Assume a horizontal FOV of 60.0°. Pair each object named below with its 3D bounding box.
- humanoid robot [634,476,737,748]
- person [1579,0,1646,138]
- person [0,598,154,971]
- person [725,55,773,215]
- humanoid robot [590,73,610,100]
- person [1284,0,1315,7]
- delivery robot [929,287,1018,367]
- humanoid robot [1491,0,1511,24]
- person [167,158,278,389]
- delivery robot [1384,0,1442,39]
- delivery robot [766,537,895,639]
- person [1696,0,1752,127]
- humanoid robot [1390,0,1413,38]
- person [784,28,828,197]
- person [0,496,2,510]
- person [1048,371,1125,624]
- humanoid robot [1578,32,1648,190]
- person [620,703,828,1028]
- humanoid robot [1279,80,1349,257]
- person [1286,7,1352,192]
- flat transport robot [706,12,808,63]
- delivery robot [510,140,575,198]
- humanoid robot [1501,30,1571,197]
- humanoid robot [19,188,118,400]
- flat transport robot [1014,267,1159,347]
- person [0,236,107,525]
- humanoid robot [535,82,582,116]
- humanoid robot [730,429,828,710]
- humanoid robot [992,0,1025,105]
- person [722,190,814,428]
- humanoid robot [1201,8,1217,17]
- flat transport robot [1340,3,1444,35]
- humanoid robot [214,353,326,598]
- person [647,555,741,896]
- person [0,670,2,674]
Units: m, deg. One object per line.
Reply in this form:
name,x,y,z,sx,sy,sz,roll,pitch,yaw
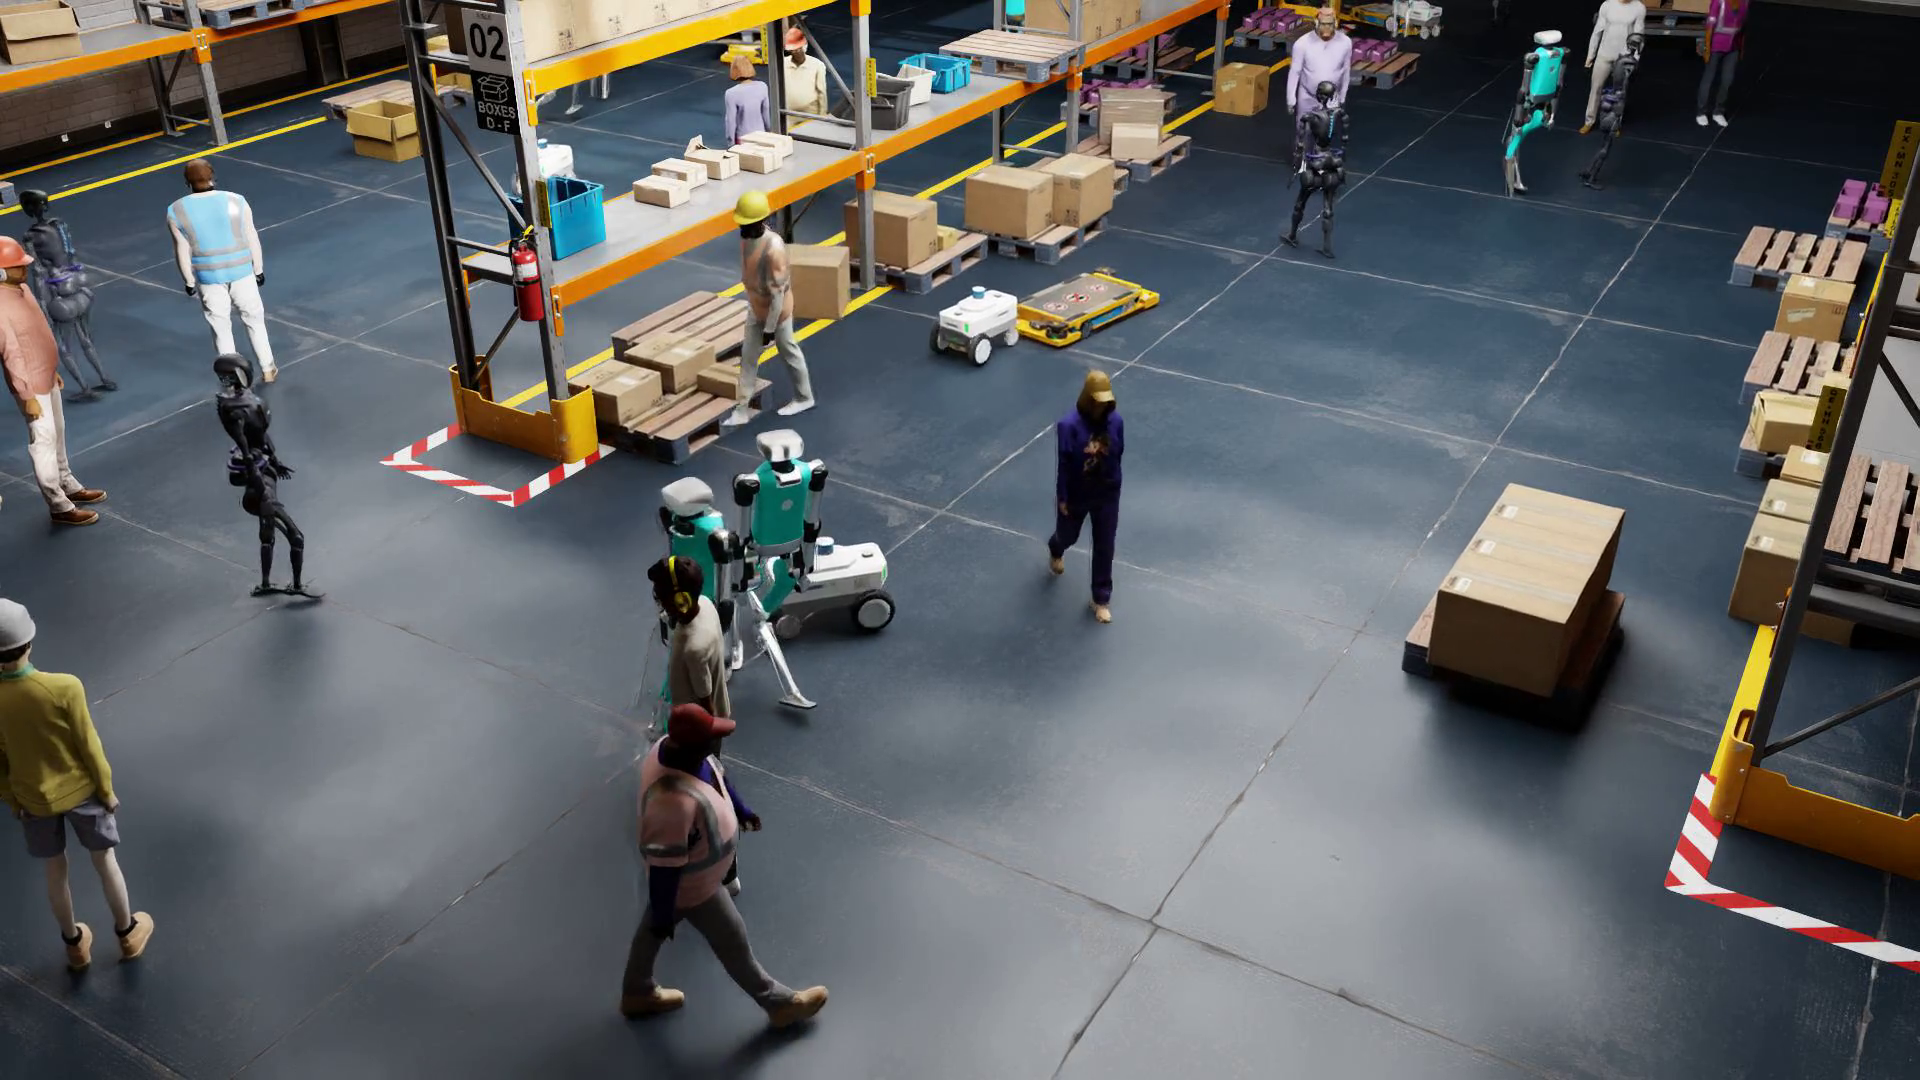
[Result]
humanoid robot,-1.482,0.590,8.408,0.745,1.786,0.547,-24,37,-36
person,7.558,-5.607,19.231,0.582,1.883,0.412,13,32,22
person,-3.989,1.110,7.347,0.472,1.883,0.416,-7,30,-12
person,-2.127,-4.042,16.716,0.501,1.628,0.281,-21,35,-32
humanoid robot,-4.632,-6.362,20.731,0.562,1.807,0.753,12,32,20
person,5.159,-8.897,25.202,0.723,1.724,0.560,-11,31,-19
delivery robot,0.148,-1.815,13.849,0.499,0.581,0.777,23,36,34
humanoid robot,8.056,-8.522,24.611,0.609,1.630,0.680,10,31,17
person,-5.769,-2.079,13.028,0.620,1.838,0.429,-14,32,-24
delivery robot,6.587,-7.588,24.068,0.499,0.589,0.784,-22,36,-34
delivery robot,-0.810,0.253,10.177,0.749,0.569,0.499,-9,31,-15
person,9.024,-5.803,19.622,0.535,1.838,0.397,-1,29,-2
humanoid robot,6.342,-7.970,23.636,0.548,1.872,0.710,1,30,3
person,-1.650,-4.434,17.291,0.560,1.741,0.358,6,30,10
person,-6.873,-1.035,11.021,0.610,1.995,0.376,-24,37,-36
person,0.767,-0.335,10.172,0.436,1.601,0.682,-6,30,-10
humanoid robot,6.877,-4.524,17.515,0.391,1.638,0.608,6,30,10
person,-1.087,1.380,7.045,0.940,1.697,0.597,-5,30,-8
humanoid robot,3.400,-3.555,15.816,0.587,1.632,0.696,-11,31,-18
person,3.789,-4.700,17.645,0.665,1.849,1.010,2,30,3
flat transport robot,-2.810,-6.886,23.123,0.659,0.231,1.431,5,30,8
delivery robot,-4.393,-3.922,17.597,0.499,0.602,0.805,8,30,13
humanoid robot,5.852,-4.400,17.328,0.561,1.877,0.734,-12,31,-20
humanoid robot,-6.931,-1.907,12.894,0.383,1.638,0.600,2,30,4
flat transport robot,1.061,-2.044,14.557,0.659,0.231,1.431,24,37,36
person,-6.137,-1.059,11.064,0.375,1.994,0.607,-6,30,-11
humanoid robot,-4.897,-5.797,19.747,1.095,1.725,0.556,-24,38,-36
humanoid robot,-1.122,0.090,9.312,0.565,1.733,1.019,-16,33,-27
humanoid robot,0.693,-6.359,20.739,0.551,1.797,0.906,3,30,6
person,-1.470,-1.706,12.329,0.919,1.870,0.608,-22,36,-34
humanoid robot,3.905,-8.755,25.024,0.724,1.629,0.600,-26,39,-38
flat transport robot,6.376,-7.701,24.564,0.659,0.231,1.431,-19,35,-30
humanoid robot,-4.253,-0.390,10.204,0.515,1.649,0.589,-7,30,-13
person,-1.232,0.884,7.759,0.329,1.865,0.513,-4,30,-6
person,-5.552,0.081,9.093,0.379,1.957,0.598,3,30,5
